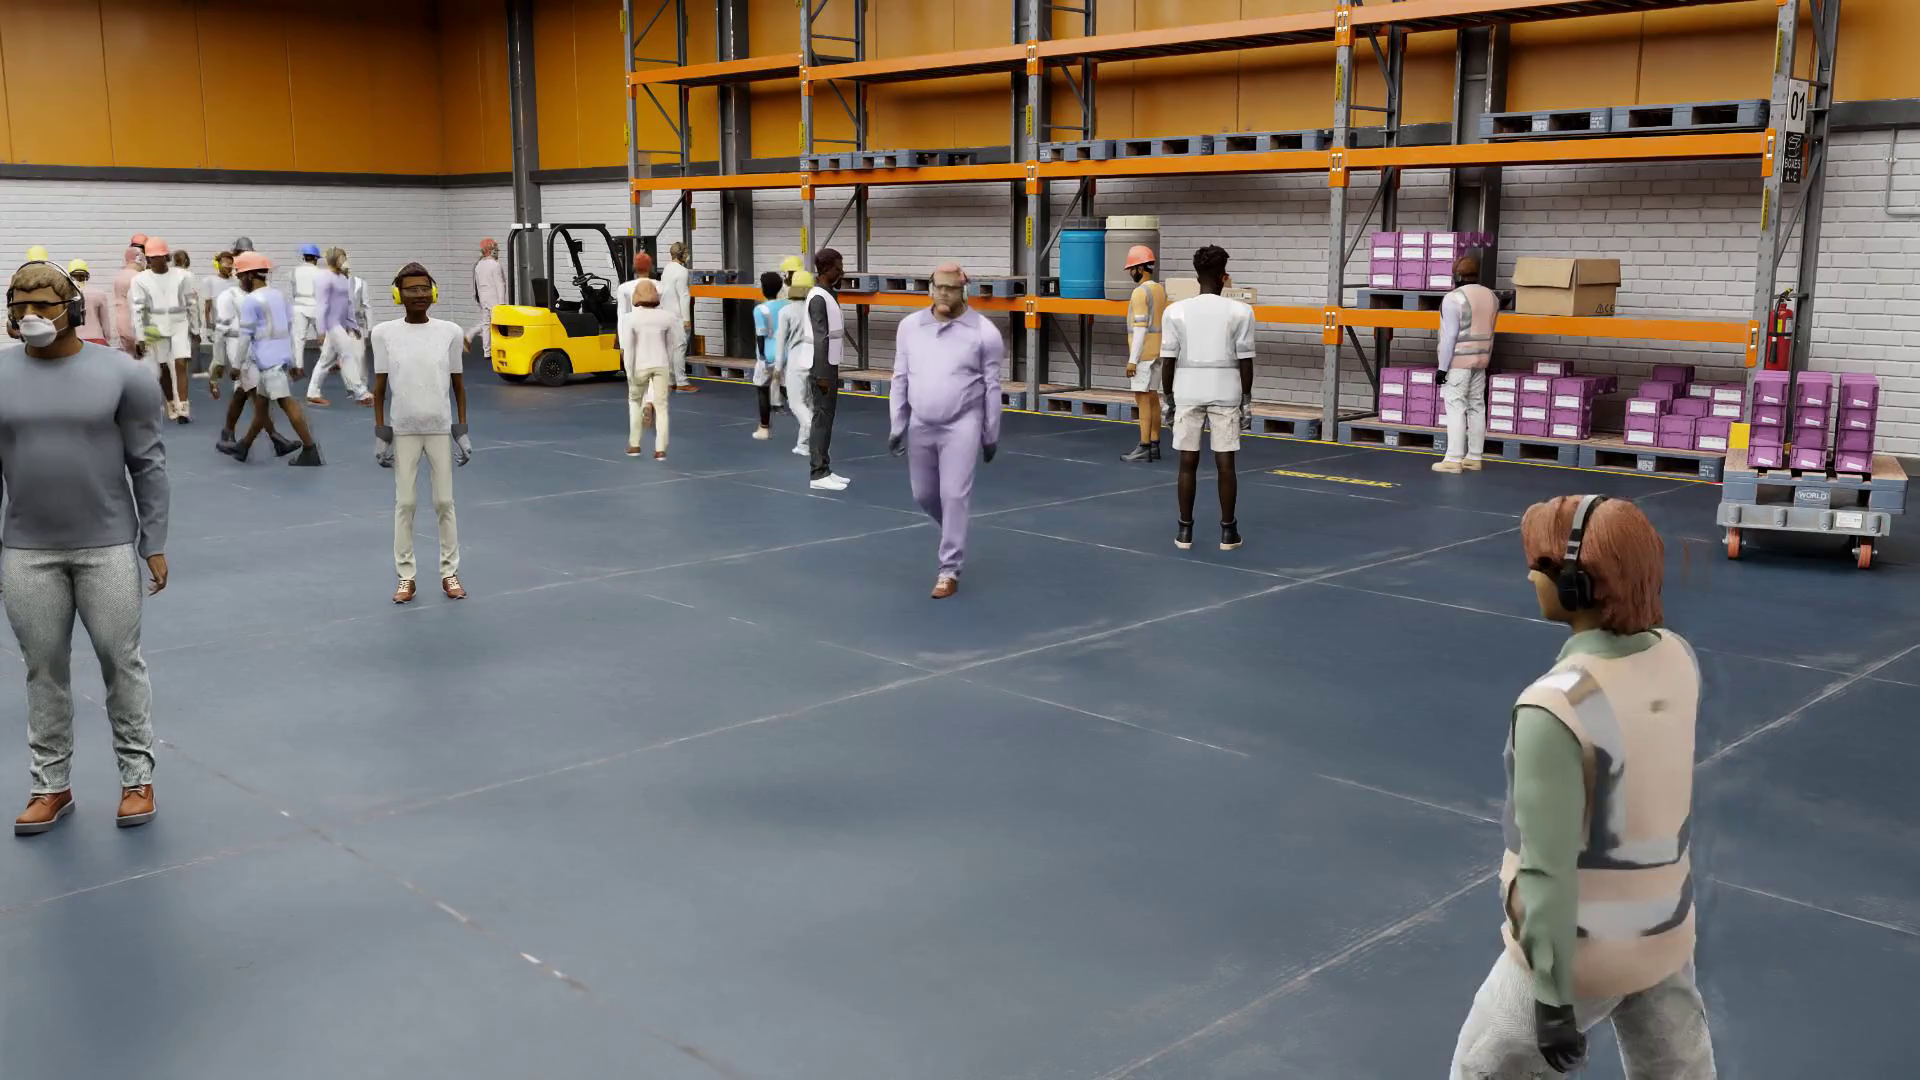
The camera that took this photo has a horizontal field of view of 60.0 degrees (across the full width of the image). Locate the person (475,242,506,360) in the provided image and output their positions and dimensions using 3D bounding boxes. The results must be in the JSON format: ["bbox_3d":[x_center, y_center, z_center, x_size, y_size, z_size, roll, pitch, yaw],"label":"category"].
[{"bbox_3d":[-7.570,-3.873,27.028,0.639,1.911,0.406,9,14,40],"label":"person"}]

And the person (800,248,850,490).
[{"bbox_3d":[-1.087,-1.369,13.345,0.376,1.915,0.600,0,10,1],"label":"person"}]

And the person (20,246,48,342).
[{"bbox_3d":[-11.384,-2.695,20.647,0.594,1.900,0.886,-10,15,-44],"label":"person"}]

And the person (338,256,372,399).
[{"bbox_3d":[-7.572,-2.626,20.505,0.612,1.802,0.634,-3,11,-16],"label":"person"}]

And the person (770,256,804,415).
[{"bbox_3d":[-1.819,-2.264,18.575,0.923,1.782,0.612,8,13,36],"label":"person"}]

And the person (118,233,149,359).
[{"bbox_3d":[-11.687,-3.359,23.854,0.605,2.044,0.374,-3,11,-14],"label":"person"}]

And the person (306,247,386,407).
[{"bbox_3d":[-7.321,-2.489,19.562,0.987,1.893,0.645,-1,10,-3],"label":"person"}]

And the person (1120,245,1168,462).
[{"bbox_3d":[1.630,-1.657,14.882,0.372,1.930,0.543,6,12,28],"label":"person"}]

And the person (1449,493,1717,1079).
[{"bbox_3d":[1.132,0.711,2.891,0.521,1.596,0.864,-8,13,-36],"label":"person"}]

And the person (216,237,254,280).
[{"bbox_3d":[-10.559,-3.508,24.672,0.905,2.000,0.702,5,12,26],"label":"person"}]

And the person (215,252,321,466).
[{"bbox_3d":[-6.115,-1.574,14.588,1.029,1.865,0.539,1,10,6],"label":"person"}]

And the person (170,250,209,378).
[{"bbox_3d":[-10.973,-3.169,23.438,0.533,1.825,0.606,4,11,19],"label":"person"}]

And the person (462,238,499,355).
[{"bbox_3d":[-7.858,-3.983,27.443,0.780,1.972,0.645,-3,11,-15],"label":"person"}]

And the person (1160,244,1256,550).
[{"bbox_3d":[1.593,-0.912,10.727,0.607,1.963,0.373,2,11,13],"label":"person"}]

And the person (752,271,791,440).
[{"bbox_3d":[-1.770,-1.802,16.360,0.536,1.675,0.674,-10,14,-42],"label":"person"}]

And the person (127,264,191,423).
[{"bbox_3d":[-8.721,-2.184,18.125,0.644,1.811,0.813,-9,13,-39],"label":"person"}]

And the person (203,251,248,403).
[{"bbox_3d":[-8.986,-2.602,20.294,0.523,1.845,0.862,-9,14,-40],"label":"person"}]

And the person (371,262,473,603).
[{"bbox_3d":[-2.978,-0.590,9.213,0.526,1.876,0.324,-4,11,-20],"label":"person"}]

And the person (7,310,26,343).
[{"bbox_3d":[-5.934,-0.765,10.882,0.713,1.610,0.499,2,11,13],"label":"person"}]

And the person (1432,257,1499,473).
[{"bbox_3d":[4.302,-1.495,14.247,0.627,1.840,0.429,-7,12,-32],"label":"person"}]

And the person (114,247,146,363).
[{"bbox_3d":[-9.729,-2.503,19.629,0.409,1.880,0.675,-10,14,-42],"label":"person"}]

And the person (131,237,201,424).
[{"bbox_3d":[-8.507,-2.234,17.865,0.650,1.991,1.031,-5,12,-26],"label":"person"}]

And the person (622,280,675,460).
[{"bbox_3d":[-2.830,-1.542,15.097,0.499,1.612,0.675,-5,11,-24],"label":"person"}]

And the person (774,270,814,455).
[{"bbox_3d":[-1.380,-1.589,15.098,0.489,1.714,0.737,-7,13,-35],"label":"person"}]

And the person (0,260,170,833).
[{"bbox_3d":[-3.025,0.030,5.658,0.635,1.938,0.359,-3,11,-14],"label":"person"}]

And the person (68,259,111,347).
[{"bbox_3d":[-9.531,-2.167,18.110,0.532,1.767,0.328,-10,14,-43],"label":"person"}]

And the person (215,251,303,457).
[{"bbox_3d":[-6.527,-1.704,15.296,1.035,1.878,0.544,4,11,20],"label":"person"}]

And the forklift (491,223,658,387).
[{"bbox_3d":[-5.316,-3.263,22.920,2.313,2.155,1.214,-10,14,-44],"label":"forklift"}]

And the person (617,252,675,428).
[{"bbox_3d":[-3.311,-2.101,17.519,0.579,1.857,0.869,0,10,-1],"label":"person"}]

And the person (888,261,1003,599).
[{"bbox_3d":[-0.061,-0.656,9.561,0.633,1.884,0.814,4,11,20],"label":"person"}]

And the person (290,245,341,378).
[{"bbox_3d":[-9.313,-3.281,23.883,0.622,1.880,1.034,2,11,9],"label":"person"}]

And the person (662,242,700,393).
[{"bbox_3d":[-3.639,-2.872,21.484,0.376,1.940,0.629,-6,12,-32],"label":"person"}]
